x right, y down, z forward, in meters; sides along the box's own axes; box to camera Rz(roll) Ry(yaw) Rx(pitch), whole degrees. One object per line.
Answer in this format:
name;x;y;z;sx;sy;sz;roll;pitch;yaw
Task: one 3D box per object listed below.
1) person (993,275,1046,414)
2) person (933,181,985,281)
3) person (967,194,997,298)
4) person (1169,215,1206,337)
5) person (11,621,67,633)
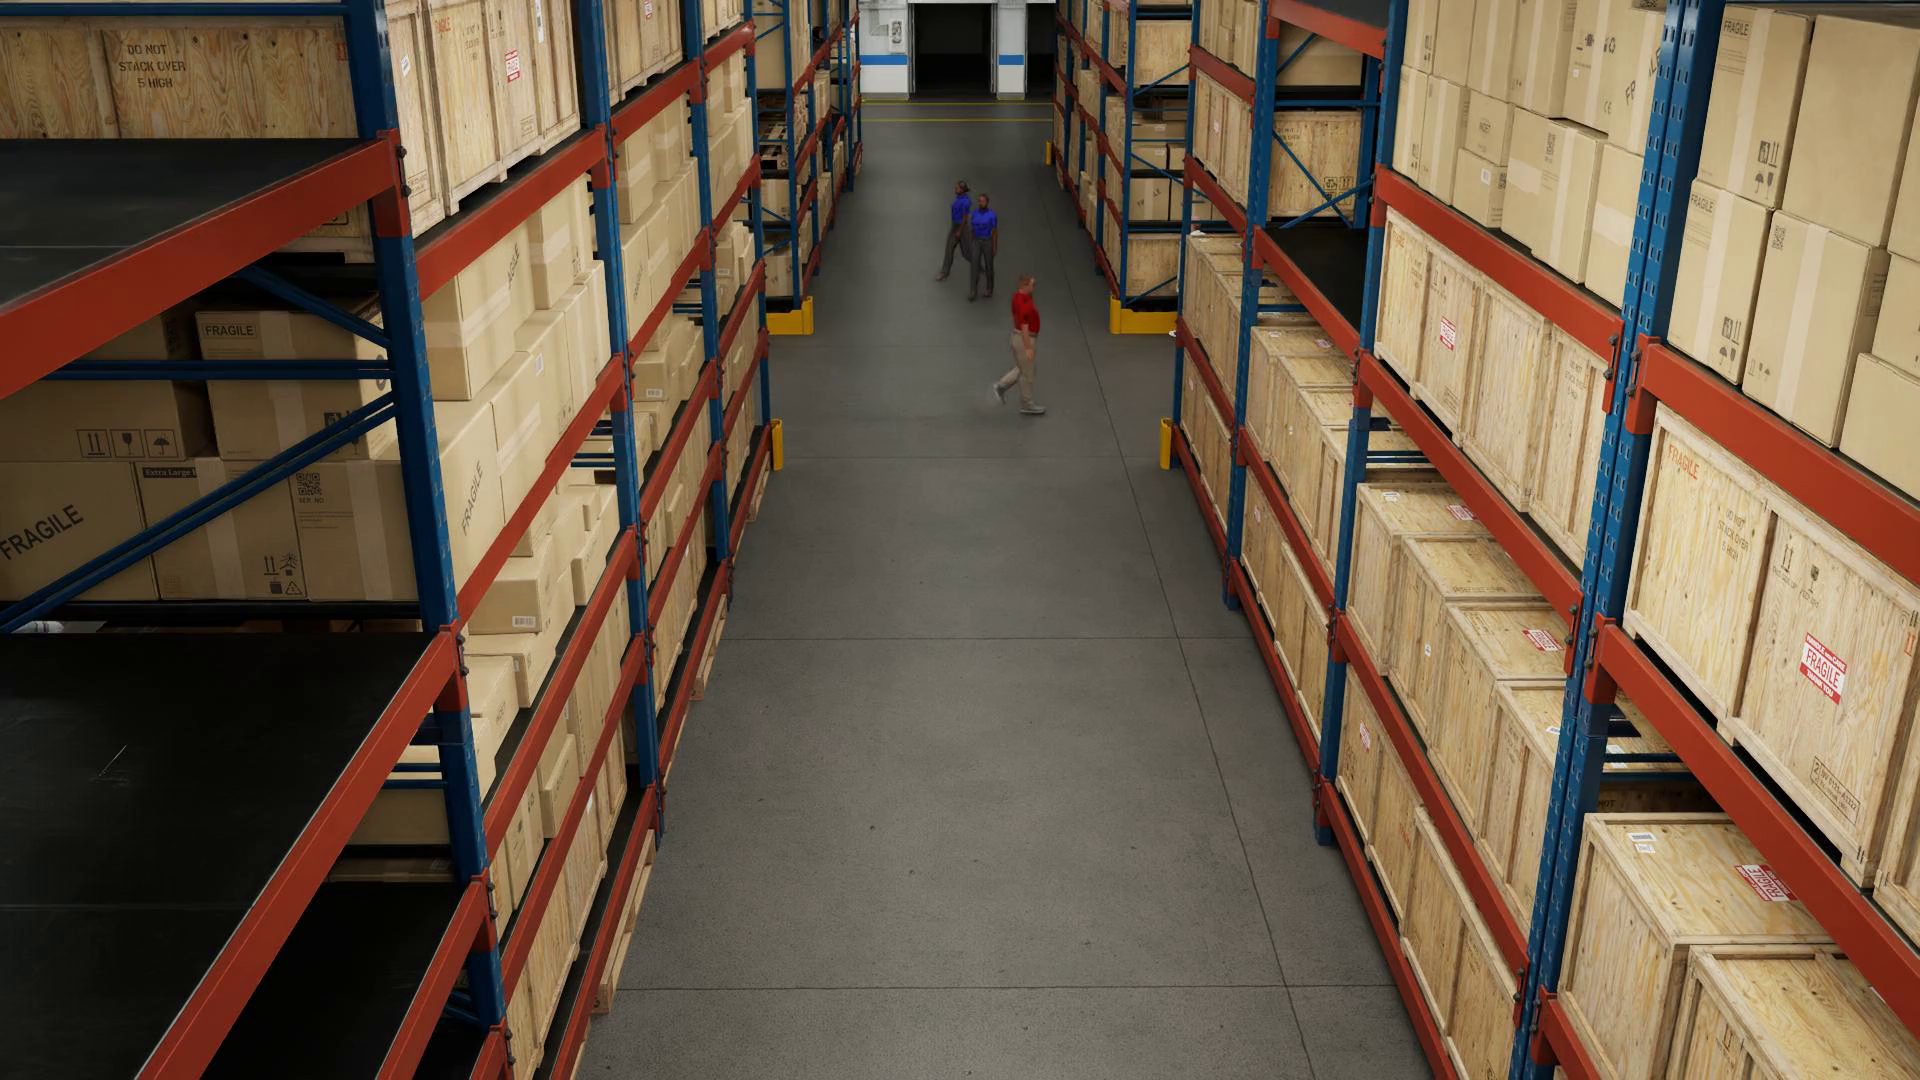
person;0.746;-2.445;20.714;0.635;1.732;0.590;-4;22;-10
person;-0.014;-5.162;27.781;0.881;1.643;0.452;-12;24;-28
person;0.352;-4.668;26.495;0.460;1.646;0.749;5;22;13
person;3.333;-3.859;24.279;0.388;1.781;0.551;15;26;33
person;-6.628;0.975;12.194;0.528;1.643;0.927;1;22;3
